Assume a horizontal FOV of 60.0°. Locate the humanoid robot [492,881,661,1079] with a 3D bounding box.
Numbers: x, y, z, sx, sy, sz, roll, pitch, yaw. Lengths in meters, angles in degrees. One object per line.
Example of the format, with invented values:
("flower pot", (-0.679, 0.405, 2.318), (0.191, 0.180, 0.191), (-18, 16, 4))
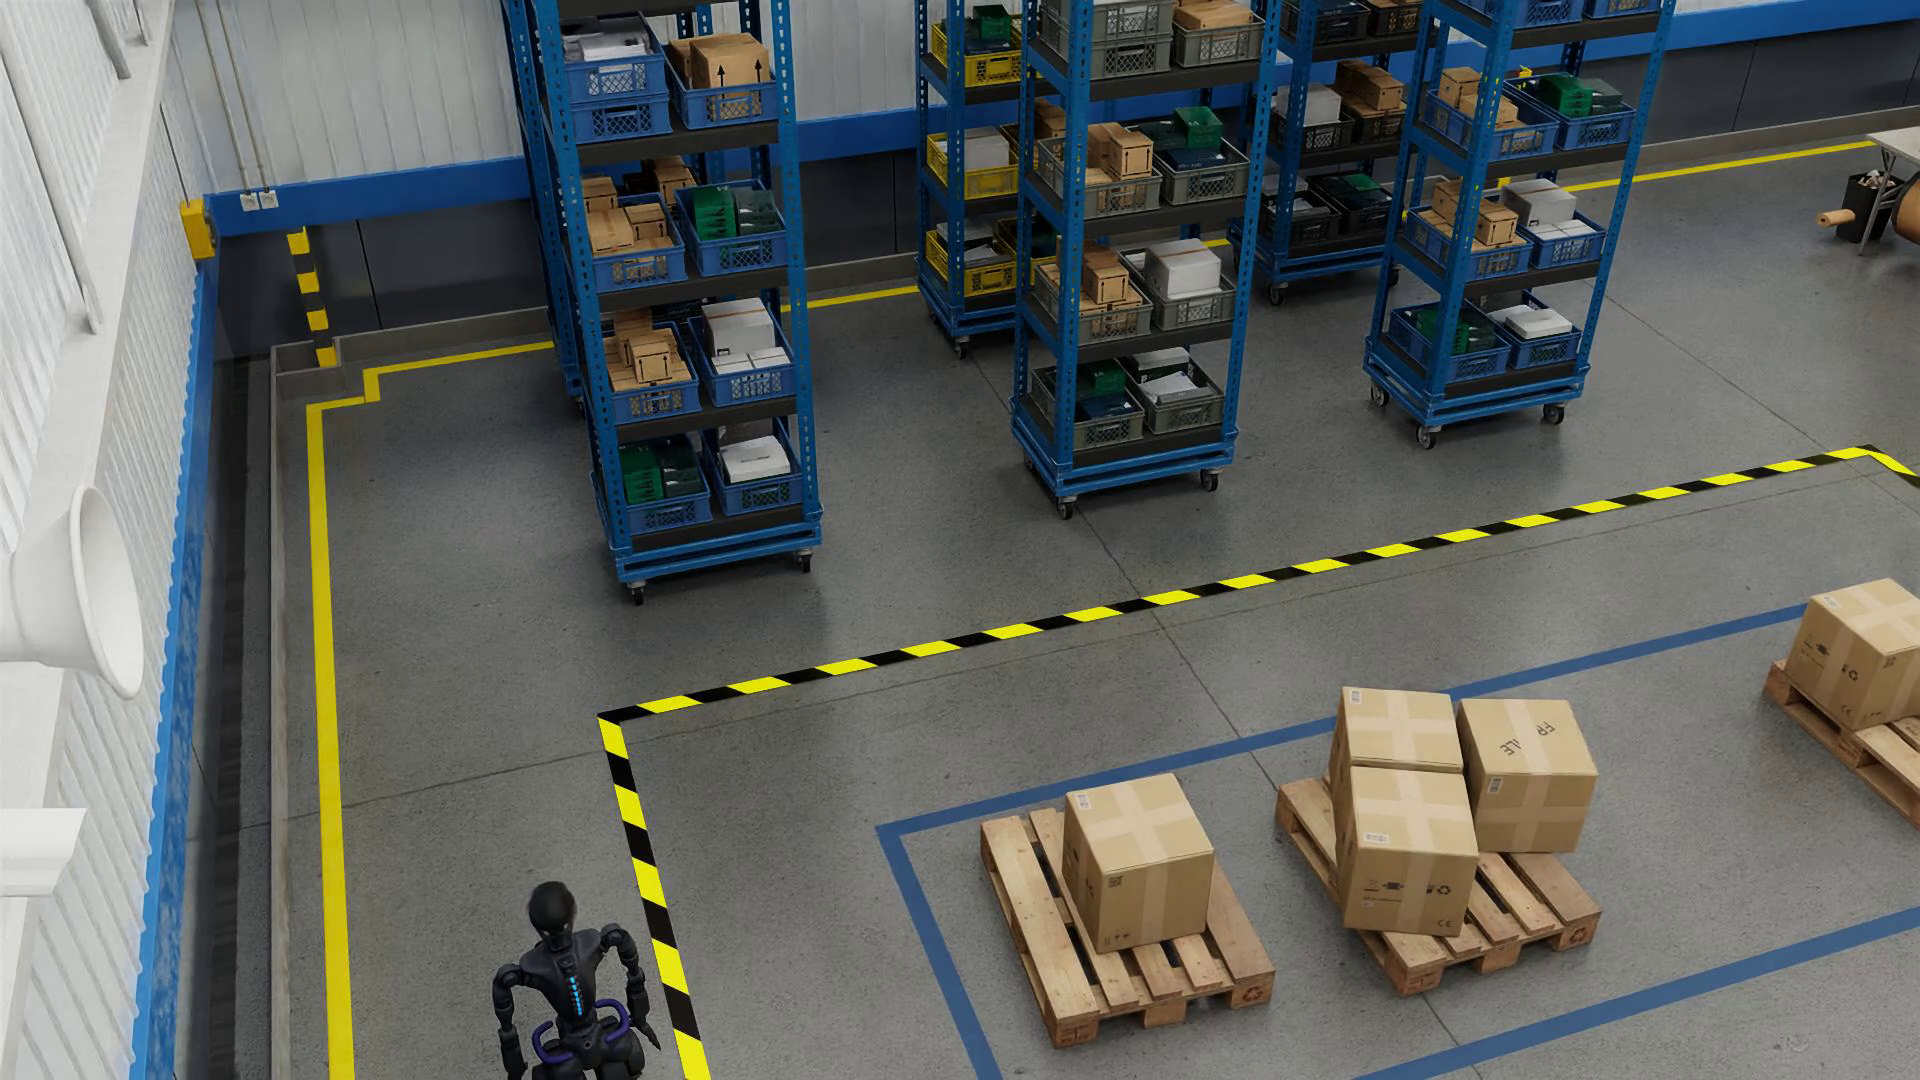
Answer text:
("humanoid robot", (-1.402, 1.891, 6.141), (0.599, 1.655, 0.315), (-18, 39, -23))
